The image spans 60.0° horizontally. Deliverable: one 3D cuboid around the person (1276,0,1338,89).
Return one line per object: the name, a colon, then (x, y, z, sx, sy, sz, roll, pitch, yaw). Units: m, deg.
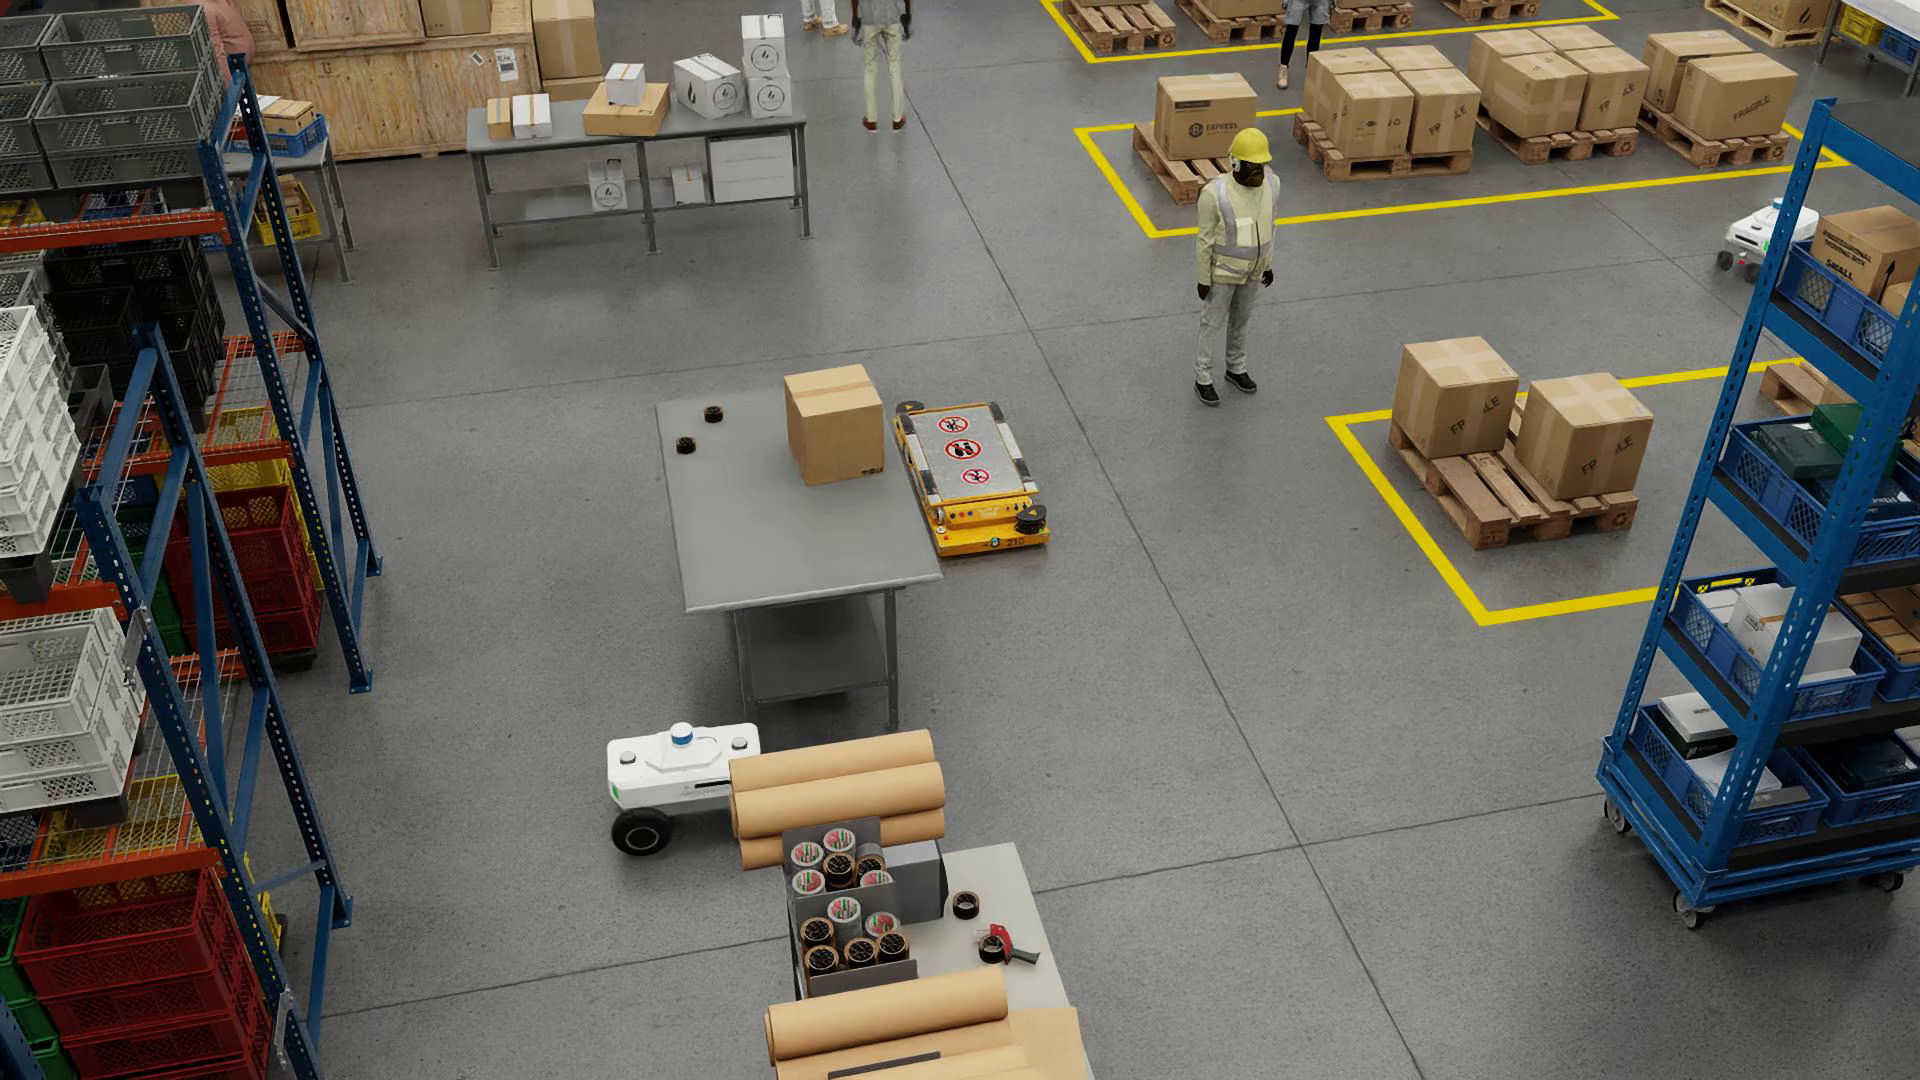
person: (3.140, -4.897, 14.925, 0.542, 1.695, 0.316, -2, 37, -2)

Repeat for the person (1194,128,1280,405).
person: (1.759, -1.736, 10.561, 0.591, 1.837, 0.403, -18, 40, -23)

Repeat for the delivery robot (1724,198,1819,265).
delivery robot: (6.001, -2.284, 12.289, 0.707, 0.478, 0.477, -24, 43, -29)

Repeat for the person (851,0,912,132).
person: (-0.668, -4.387, 14.112, 0.521, 1.859, 0.331, -5, 37, -7)

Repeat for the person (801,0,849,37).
person: (-1.371, -5.811, 16.034, 0.624, 1.845, 0.429, 29, 45, 33)

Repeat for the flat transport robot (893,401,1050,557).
flat transport robot: (0.046, -0.430, 10.108, 0.652, 0.197, 1.431, -8, 37, -10)

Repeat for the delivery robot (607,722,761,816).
delivery robot: (-1.281, 1.063, 7.790, 0.707, 0.478, 0.477, -7, 37, -9)

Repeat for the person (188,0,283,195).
person: (-5.730, -3.691, 13.131, 0.407, 1.906, 0.655, -8, 37, -11)
